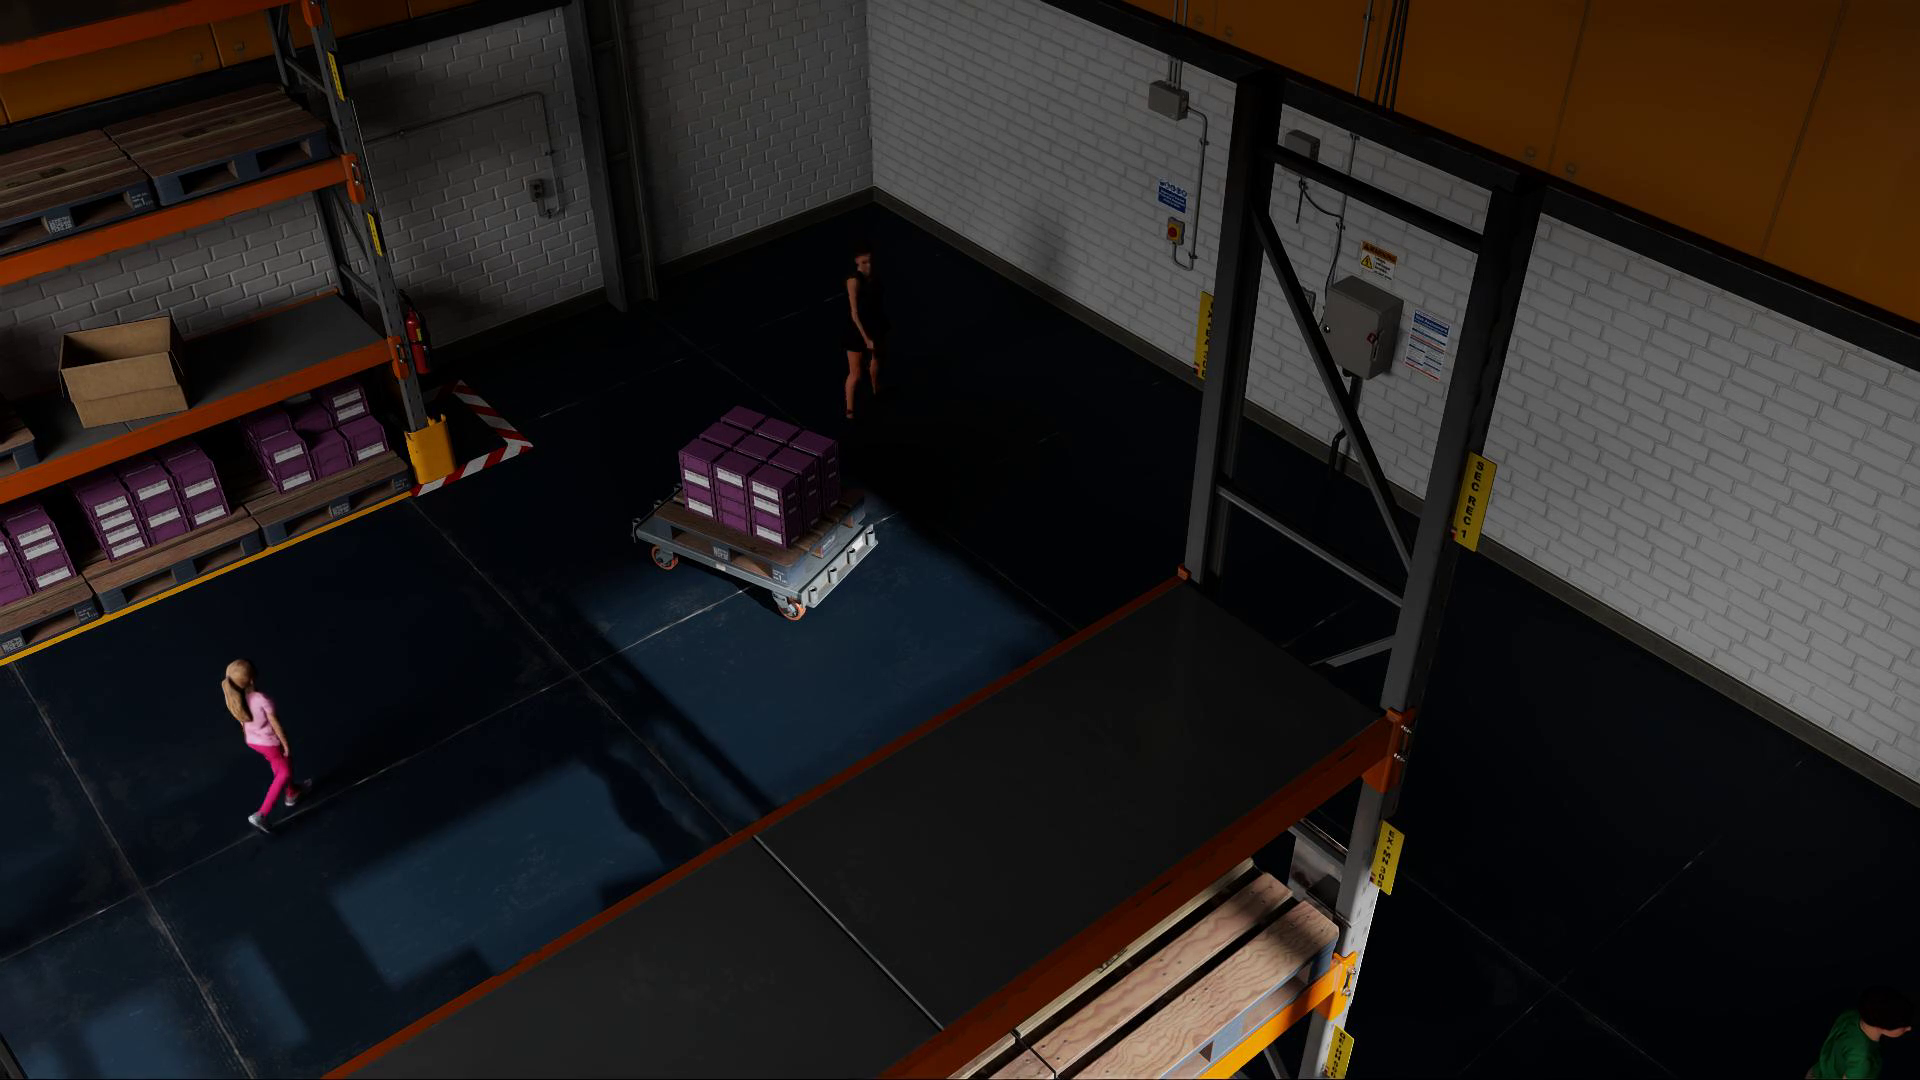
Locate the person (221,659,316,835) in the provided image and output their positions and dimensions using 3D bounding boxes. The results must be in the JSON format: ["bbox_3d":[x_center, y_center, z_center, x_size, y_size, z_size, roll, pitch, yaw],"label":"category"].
[{"bbox_3d":[-4.306,1.263,10.237,0.691,1.258,0.856,15,41,18],"label":"person"}]

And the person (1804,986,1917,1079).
[{"bbox_3d":[4.240,2.710,8.110,0.719,1.651,0.599,16,41,19],"label":"person"}]

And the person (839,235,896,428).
[{"bbox_3d":[-0.770,-1.781,13.722,0.956,1.666,0.668,14,41,16],"label":"person"}]
